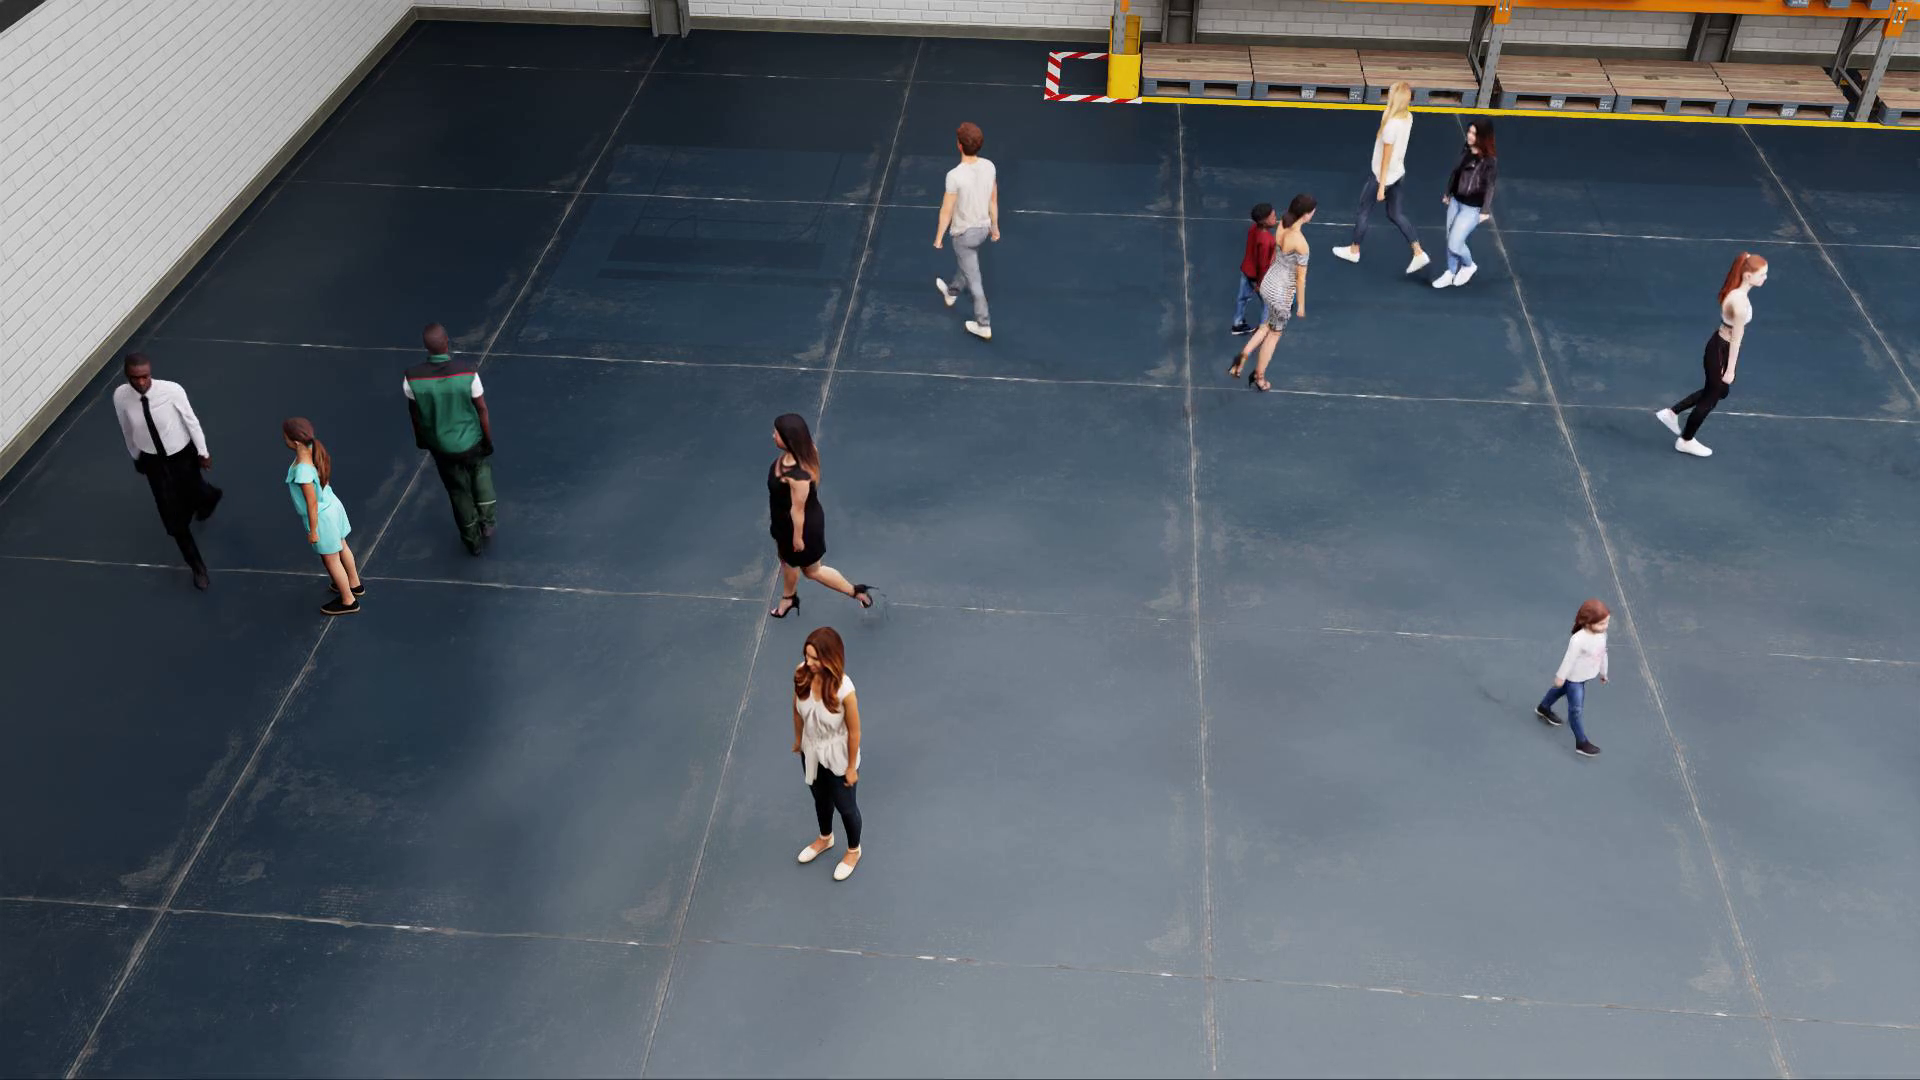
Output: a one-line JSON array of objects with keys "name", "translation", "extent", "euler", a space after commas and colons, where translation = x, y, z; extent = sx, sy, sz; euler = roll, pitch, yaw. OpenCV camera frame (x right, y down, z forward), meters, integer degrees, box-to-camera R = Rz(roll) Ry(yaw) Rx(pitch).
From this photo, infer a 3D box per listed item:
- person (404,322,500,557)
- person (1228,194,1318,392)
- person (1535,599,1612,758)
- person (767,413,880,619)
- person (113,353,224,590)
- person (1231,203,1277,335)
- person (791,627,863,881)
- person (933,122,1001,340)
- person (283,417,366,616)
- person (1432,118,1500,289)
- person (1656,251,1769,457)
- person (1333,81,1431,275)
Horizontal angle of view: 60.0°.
[{"name": "person", "translation": [-3.513, -0.642, 11.593], "extent": [0.741, 1.823, 0.857], "euler": [-10, 40, -13]}, {"name": "person", "translation": [2.444, -1.913, 13.202], "extent": [0.853, 1.801, 0.783], "euler": [-13, 40, -16]}, {"name": "person", "translation": [3.828, 0.783, 10.400], "extent": [0.741, 1.086, 0.792], "euler": [-26, 46, -29]}, {"name": "person", "translation": [-0.973, -0.100, 11.017], "extent": [1.002, 1.695, 0.704], "euler": [0, 39, 0]}, {"name": "person", "translation": [-5.469, -0.596, 11.568], "extent": [1.212, 1.783, 1.027], "euler": [-8, 39, -10]}, {"name": "person", "translation": [2.451, -2.274, 14.100], "extent": [0.687, 1.244, 0.604], "euler": [-10, 40, -13]}, {"name": "person", "translation": [-0.725, 1.187, 9.334], "extent": [0.628, 1.785, 0.737], "euler": [24, 44, 27]}, {"name": "person", "translation": [0.142, -2.540, 13.936], "extent": [1.119, 1.865, 1.184], "euler": [-28, 47, -31]}, {"name": "person", "translation": [-4.306, -0.176, 11.222], "extent": [0.559, 1.558, 0.562], "euler": [0, 39, 0]}, {"name": "person", "translation": [4.528, -2.954, 14.645], "extent": [0.775, 1.627, 0.759], "euler": [-14, 41, -17]}, {"name": "person", "translation": [5.668, -1.403, 12.619], "extent": [0.790, 1.733, 0.705], "euler": [16, 41, 19]}, {"name": "person", "translation": [3.903, -3.175, 14.804], "extent": [1.212, 1.774, 1.048], "euler": [28, 46, 31]}]
